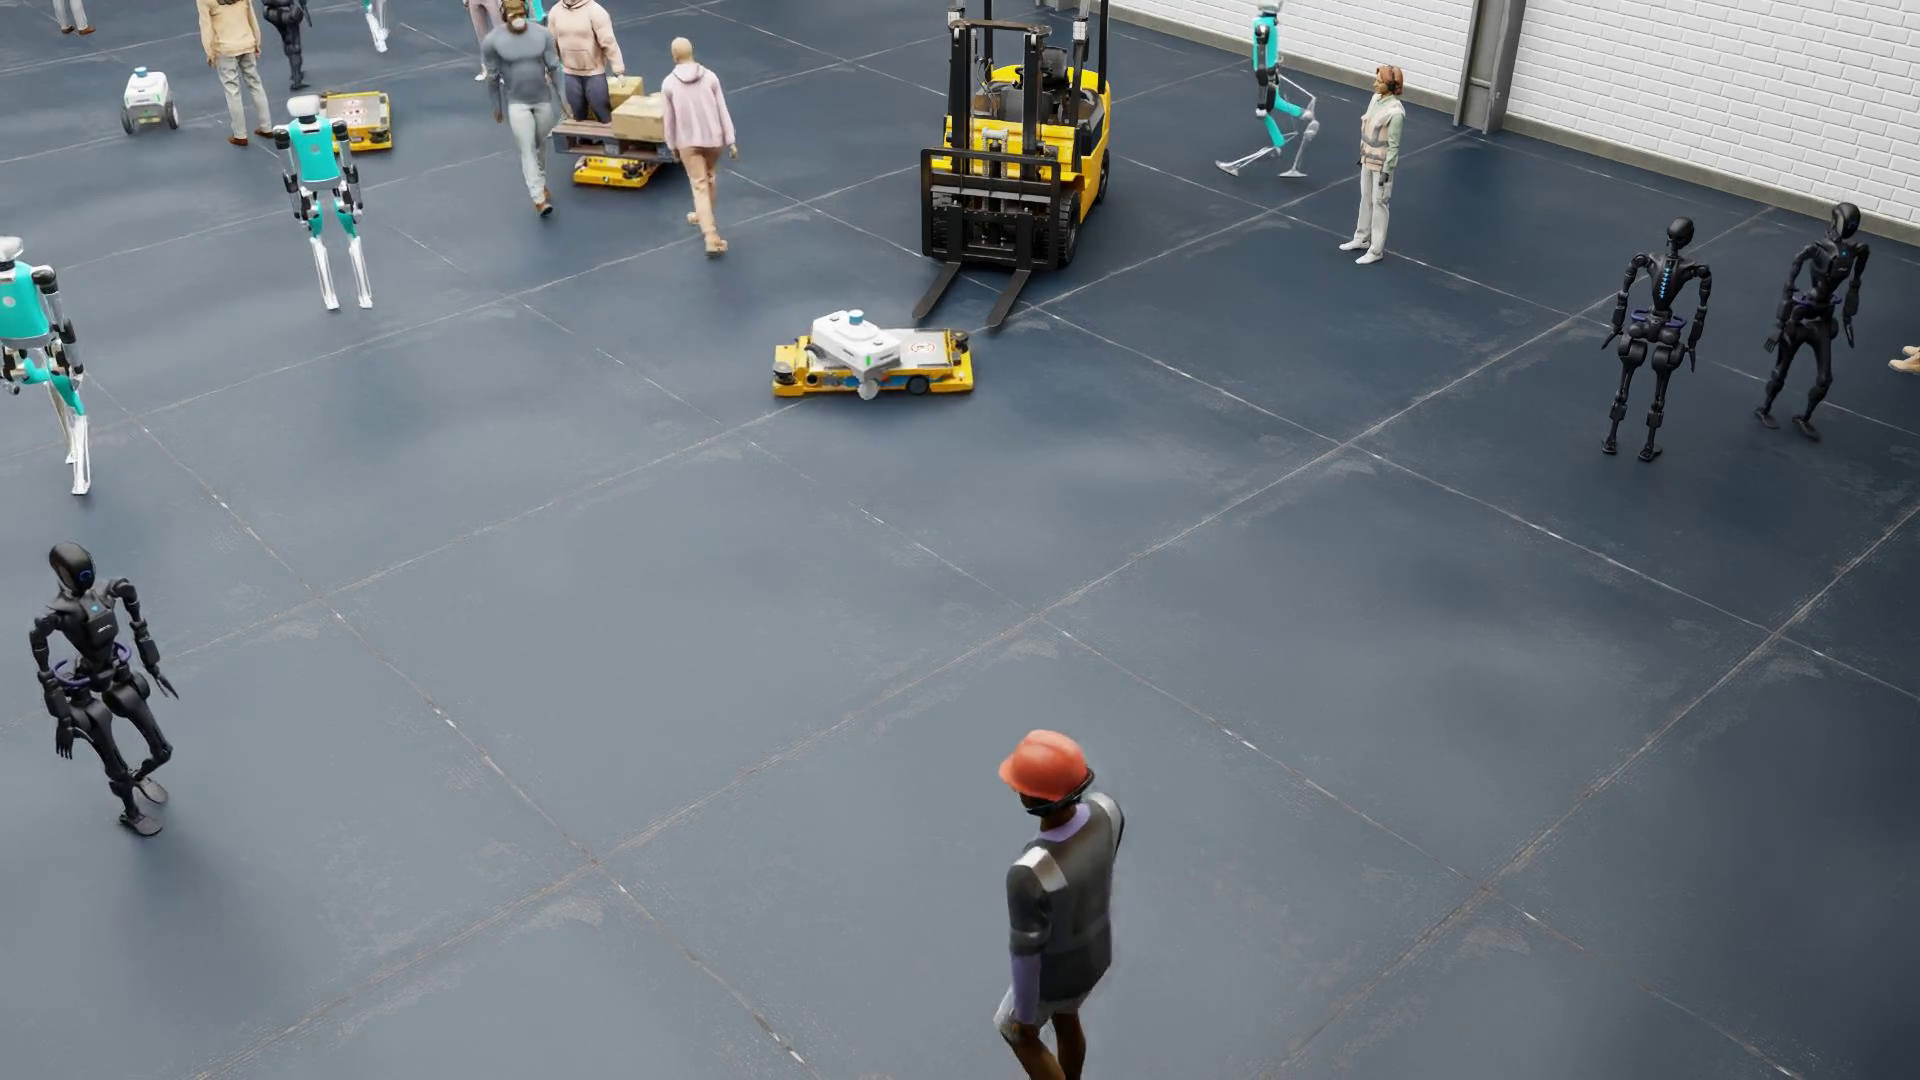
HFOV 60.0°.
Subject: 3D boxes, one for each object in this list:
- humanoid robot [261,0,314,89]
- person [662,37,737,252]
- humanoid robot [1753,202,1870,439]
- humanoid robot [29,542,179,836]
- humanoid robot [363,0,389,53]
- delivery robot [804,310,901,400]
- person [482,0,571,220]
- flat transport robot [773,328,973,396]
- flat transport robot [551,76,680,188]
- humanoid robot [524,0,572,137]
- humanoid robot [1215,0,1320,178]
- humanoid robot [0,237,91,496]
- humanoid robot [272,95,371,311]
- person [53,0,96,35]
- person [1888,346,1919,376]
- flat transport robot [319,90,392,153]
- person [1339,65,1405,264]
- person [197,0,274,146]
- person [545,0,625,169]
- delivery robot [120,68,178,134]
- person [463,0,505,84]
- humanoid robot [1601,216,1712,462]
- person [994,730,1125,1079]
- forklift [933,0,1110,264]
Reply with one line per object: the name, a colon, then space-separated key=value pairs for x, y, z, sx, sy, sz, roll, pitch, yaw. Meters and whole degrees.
humanoid robot: x=-7.169 y=-5.636 z=17.545 sx=0.591 sy=1.639 sz=0.484 roll=8 pitch=34 yaw=12
person: x=-2.173 y=-3.317 z=13.943 sx=0.563 sy=1.723 sz=0.906 roll=-14 pitch=36 yaw=-21
humanoid robot: x=5.721 y=-1.475 z=11.151 sx=0.602 sy=1.643 sz=0.455 roll=-5 pitch=33 yaw=-7
humanoid robot: x=-4.032 y=0.700 z=7.807 sx=0.375 sy=1.636 sz=0.588 roll=17 pitch=37 yaw=25
humanoid robot: x=-6.619 y=-6.348 z=18.610 sx=0.539 sy=1.751 sz=0.947 roll=-10 pitch=34 yaw=-16
delivery robot: x=-0.752 y=-1.381 z=12.036 sx=0.524 sy=0.597 sz=0.768 roll=-24 pitch=40 yaw=-33
person: x=-3.722 y=-3.774 z=14.490 sx=0.636 sy=1.890 sz=0.997 roll=-17 pitch=37 yaw=-24
flat transport robot: x=-0.639 y=-1.298 z=12.168 sx=1.431 sy=0.231 sz=0.659 roll=-2 pitch=33 yaw=-3
flat transport robot: x=-3.103 y=-3.720 z=15.891 sx=0.659 sy=0.231 sz=1.431 roll=7 pitch=34 yaw=11
humanoid robot: x=-3.864 y=-4.767 z=16.177 sx=0.804 sy=1.797 sz=0.576 roll=-7 pitch=34 yaw=-11
humanoid robot: x=2.897 y=-4.012 z=15.006 sx=1.063 sy=1.729 sz=0.549 roll=9 pitch=34 yaw=13
humanoid robot: x=-5.835 y=-1.159 z=10.611 sx=0.546 sy=1.762 sz=0.927 roll=-7 pitch=34 yaw=-10
humanoid robot: x=-4.898 y=-2.624 z=12.834 sx=0.534 sy=1.755 sz=0.735 roll=-13 pitch=35 yaw=-19
person: x=-10.361 y=-6.643 z=19.122 sx=0.473 sy=1.641 sz=0.340 roll=2 pitch=33 yaw=3
person: x=7.111 y=-2.003 z=11.941 sx=0.316 sy=1.696 sz=0.540 roll=29 pitch=43 yaw=36
flat transport robot: x=-6.043 y=-4.193 z=16.618 sx=0.659 sy=0.231 sz=1.431 roll=-9 pitch=34 yaw=-14
person: x=3.427 y=-3.086 z=13.657 sx=0.306 sy=1.640 sz=0.512 roll=-7 pitch=34 yaw=-11
person: x=-6.981 y=-4.749 z=16.013 sx=0.389 sy=1.868 sz=0.567 roll=23 pitch=40 yaw=31
person: x=-3.476 y=-4.358 z=15.421 sx=0.819 sy=1.853 sz=0.434 roll=7 pitch=34 yaw=11
delivery robot: x=-8.170 y=-4.436 z=16.735 sx=0.499 sy=0.601 sz=0.802 roll=-10 pitch=34 yaw=-15
person: x=-5.056 y=-5.735 z=17.623 sx=0.525 sy=1.759 sz=0.337 roll=11 pitch=35 yaw=17
humanoid robot: x=4.541 y=-1.327 z=10.908 sx=0.599 sy=1.657 sz=0.315 roll=17 pitch=37 yaw=25
person: x=0.372 y=1.546 z=6.187 sx=0.518 sy=2.027 sz=0.617 roll=25 pitch=40 yaw=33
forklift: x=0.570 y=-3.725 z=14.138 sx=1.214 sy=2.155 sz=2.313 roll=9 pitch=34 yaw=13
